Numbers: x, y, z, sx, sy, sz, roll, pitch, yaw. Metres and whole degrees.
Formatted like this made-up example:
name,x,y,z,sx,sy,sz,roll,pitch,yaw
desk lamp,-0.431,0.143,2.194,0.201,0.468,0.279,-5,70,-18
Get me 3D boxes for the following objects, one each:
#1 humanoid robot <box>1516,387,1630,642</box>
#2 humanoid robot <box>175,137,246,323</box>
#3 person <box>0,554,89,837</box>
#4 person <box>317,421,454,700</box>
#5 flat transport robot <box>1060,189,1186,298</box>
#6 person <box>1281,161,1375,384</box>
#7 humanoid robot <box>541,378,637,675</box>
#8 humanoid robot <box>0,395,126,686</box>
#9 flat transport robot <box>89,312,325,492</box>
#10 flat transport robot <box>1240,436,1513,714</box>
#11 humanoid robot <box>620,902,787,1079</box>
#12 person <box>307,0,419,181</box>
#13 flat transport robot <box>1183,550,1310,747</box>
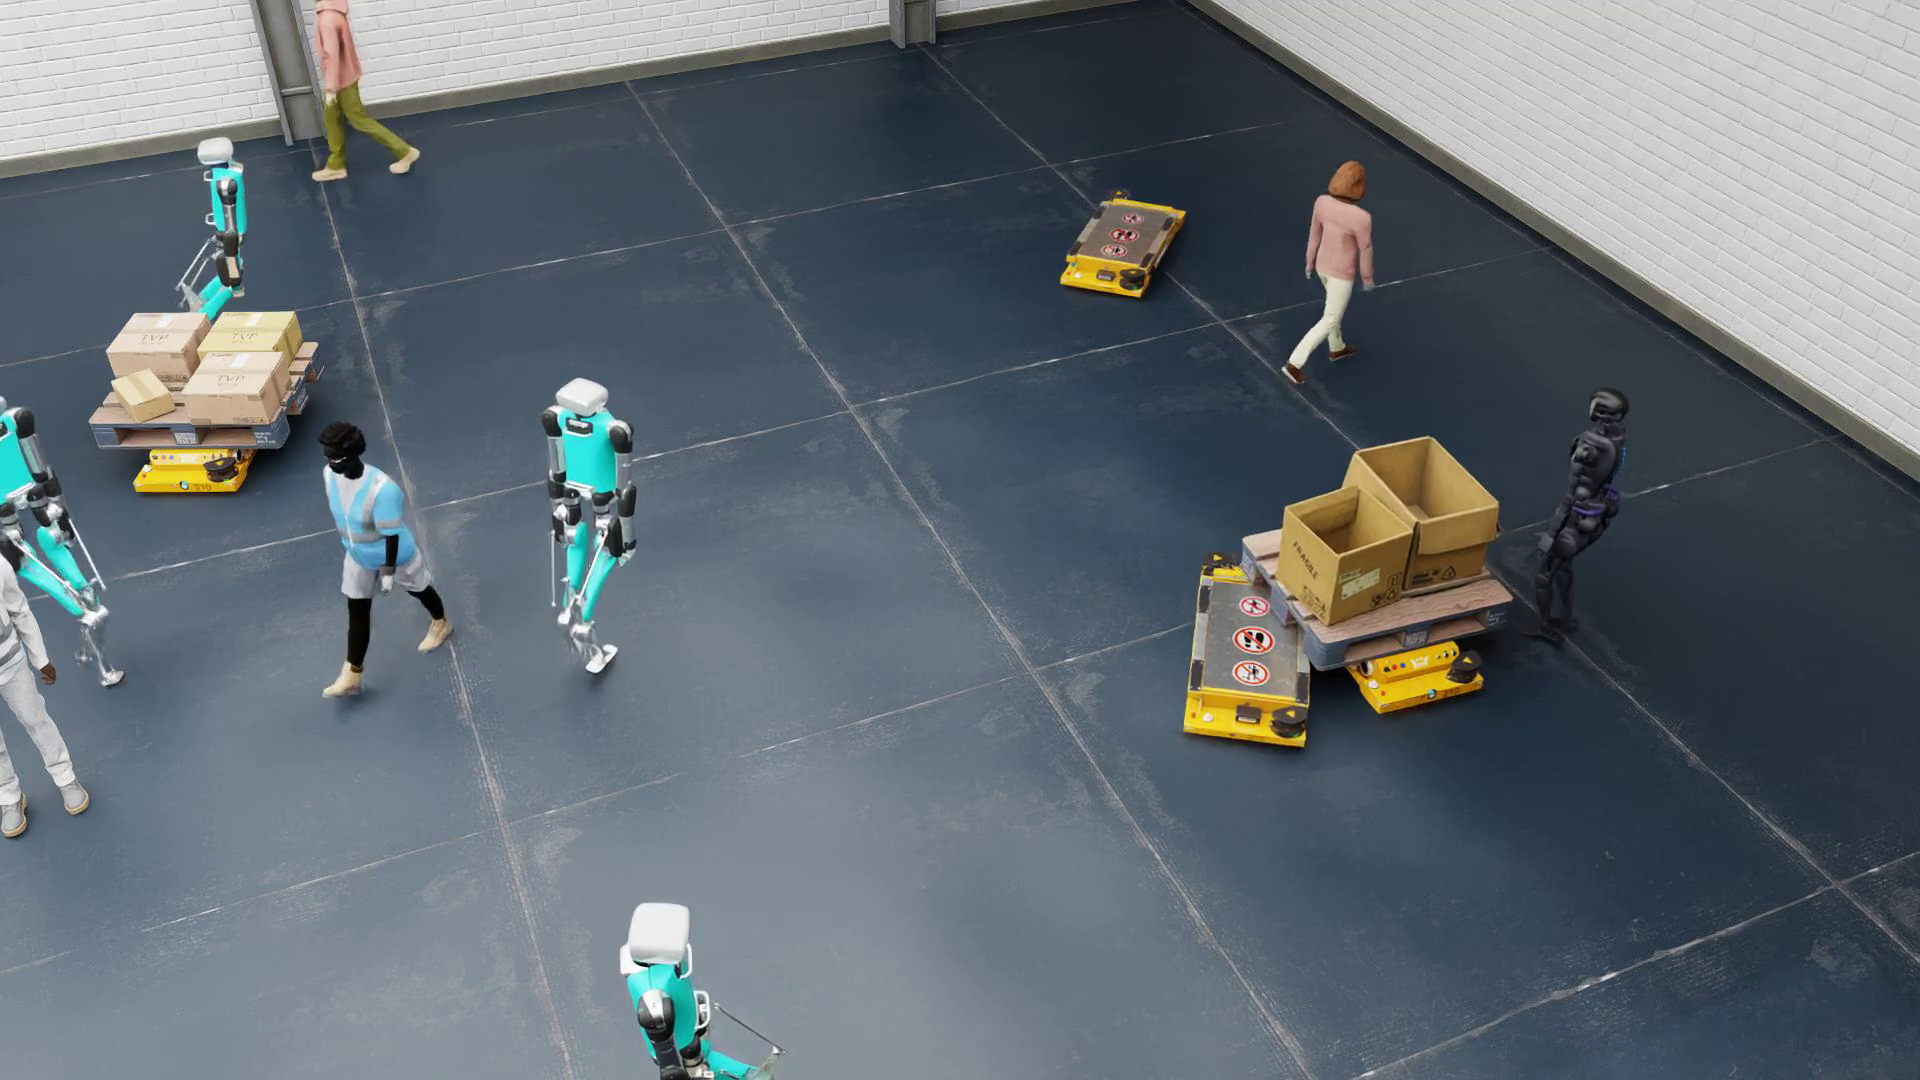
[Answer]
name,x,y,z,sx,sy,sz,roll,pitch,yaw
humanoid robot,3.448,-0.118,9.270,0.613,1.656,0.311,-31,47,-34
humanoid robot,-5.215,-1.873,11.536,0.805,1.794,0.539,-13,39,-17
person,-4.754,0.643,8.114,0.573,1.882,0.355,-19,41,-23
person,-3.200,0.101,9.005,0.533,1.644,0.891,15,40,19
flat transport robot,1.333,-2.396,13.392,0.659,0.231,1.431,13,39,16
person,2.591,-1.869,11.603,0.783,1.603,0.499,-20,42,-24
humanoid robot,-2.066,0.088,9.004,0.530,1.854,0.784,14,40,17
humanoid robot,-4.872,0.077,8.984,0.886,1.779,0.567,23,43,27
flat transport robot,-5.036,-0.806,11.322,0.659,0.231,1.431,0,38,0
flat transport robot,2.393,0.425,9.721,0.659,0.231,1.431,-12,39,-15
humanoid robot,-0.804,2.034,6.476,0.857,1.847,0.549,-6,38,-8
person,-5.195,-3.923,14.121,0.886,1.808,0.521,-13,39,-16
flat transport robot,1.660,0.598,9.495,0.659,0.231,1.431,6,38,8
